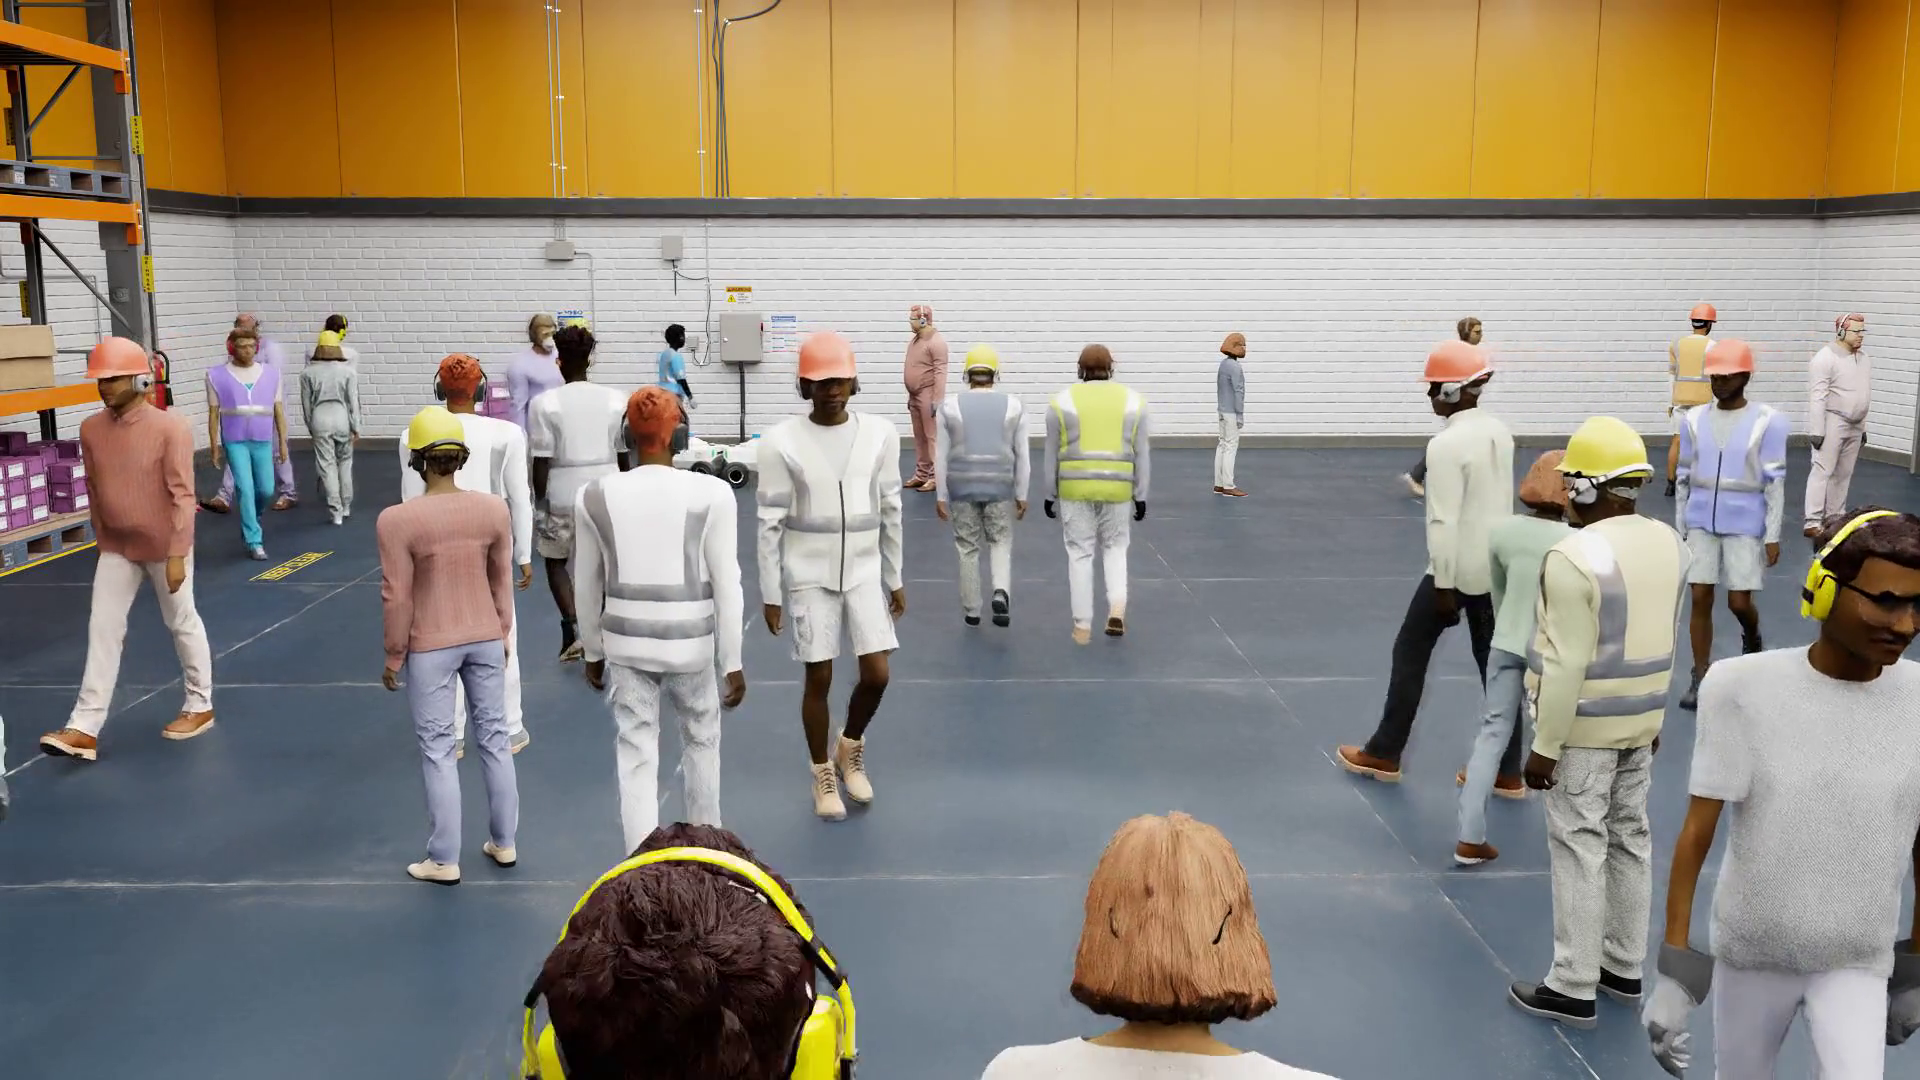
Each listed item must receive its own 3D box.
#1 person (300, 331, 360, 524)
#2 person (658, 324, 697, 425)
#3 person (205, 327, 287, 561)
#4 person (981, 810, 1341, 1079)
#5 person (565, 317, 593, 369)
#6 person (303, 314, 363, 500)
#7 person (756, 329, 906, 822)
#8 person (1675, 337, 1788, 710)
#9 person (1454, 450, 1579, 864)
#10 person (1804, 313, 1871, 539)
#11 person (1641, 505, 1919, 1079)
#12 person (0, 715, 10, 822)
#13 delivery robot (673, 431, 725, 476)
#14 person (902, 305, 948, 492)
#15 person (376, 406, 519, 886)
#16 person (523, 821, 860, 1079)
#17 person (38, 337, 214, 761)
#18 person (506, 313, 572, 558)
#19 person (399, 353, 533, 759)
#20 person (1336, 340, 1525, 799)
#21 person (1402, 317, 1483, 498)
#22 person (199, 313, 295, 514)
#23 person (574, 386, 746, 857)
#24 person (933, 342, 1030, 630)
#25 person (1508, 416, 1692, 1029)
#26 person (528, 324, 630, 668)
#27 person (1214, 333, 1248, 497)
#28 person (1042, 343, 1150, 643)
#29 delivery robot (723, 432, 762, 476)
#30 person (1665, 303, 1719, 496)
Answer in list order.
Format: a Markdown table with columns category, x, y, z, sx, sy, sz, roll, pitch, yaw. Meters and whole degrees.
| category | x | y | z | sx | sy | sz | roll | pitch | yaw |
| --- | --- | --- | --- | --- | --- | --- | --- | --- | --- |
| person | -5.671 | -1.022 | 14.991 | 0.482 | 1.703 | 0.780 | -4 | 10 | -24 |
| person | -3.094 | -1.557 | 18.422 | 0.858 | 1.646 | 0.538 | -4 | 10 | -21 |
| person | -5.626 | -0.771 | 13.111 | 0.572 | 1.820 | 0.730 | -7 | 12 | -38 |
| person | 0.272 | 1.131 | 2.043 | 0.523 | 1.612 | 0.365 | 3 | 10 | 20 |
| person | -4.092 | -1.504 | 17.824 | 0.475 | 1.748 | 0.543 | -3 | 10 | -18 |
| person | -6.114 | -1.273 | 16.170 | 0.546 | 1.835 | 0.490 | -1 | 9 | -9 |
| person | -0.514 | 0.157 | 6.801 | 0.633 | 2.023 | 0.429 | -3 | 10 | -19 |
| person | 3.990 | -0.089 | 8.623 | 0.650 | 1.924 | 0.564 | -9 | 13 | -44 |
| person | 2.232 | 0.442 | 6.388 | 0.859 | 1.587 | 0.501 | -8 | 12 | -40 |
| person | 7.374 | -0.941 | 13.925 | 0.639 | 1.902 | 0.402 | -5 | 11 | -28 |
| person | 1.593 | 0.852 | 3.150 | 0.550 | 1.823 | 0.920 | 3 | 10 | 19 |
| person | -2.948 | 0.717 | 4.639 | 0.781 | 1.601 | 0.538 | 9 | 13 | 43 |
| delivery robot | -2.844 | -0.901 | 17.494 | 0.707 | 0.478 | 0.477 | 3 | 10 | 16 |
| person | -0.377 | -1.446 | 17.004 | 0.401 | 1.905 | 0.642 | -5 | 10 | -26 |
| person | -1.894 | 0.390 | 6.159 | 0.525 | 1.769 | 0.328 | -9 | 13 | -43 |
| person | -0.165 | 1.148 | 1.263 | 0.544 | 1.850 | 0.524 | 2 | 9 | 10 |
| person | -3.854 | 0.046 | 7.702 | 0.651 | 1.942 | 0.995 | 2 | 9 | 12 |
| person | -3.228 | -0.808 | 13.007 | 0.454 | 1.928 | 0.656 | 8 | 12 | 39 |
| person | -2.270 | 0.080 | 7.711 | 0.573 | 1.882 | 0.356 | -2 | 10 | -13 |
| person | 2.101 | 0.119 | 7.250 | 0.643 | 1.957 | 0.915 | -8 | 12 | -40 |
| person | 4.841 | -1.283 | 16.310 | 0.888 | 1.818 | 0.521 | 5 | 11 | 29 |
| person | -6.561 | -1.149 | 15.333 | 0.645 | 1.853 | 0.981 | 3 | 10 | 17 |
| person | -1.044 | 0.379 | 5.934 | 0.614 | 1.856 | 0.803 | 0 | 9 | 2 |
| person | 0.132 | -0.313 | 10.328 | 0.595 | 1.818 | 0.497 | -1 | 9 | -5 |
| person | 1.909 | 0.544 | 5.013 | 0.600 | 1.829 | 0.404 | -6 | 11 | -34 |
| person | -2.142 | -0.239 | 9.426 | 0.600 | 1.952 | 0.410 | -5 | 11 | -28 |
| person | 2.720 | -1.253 | 16.641 | 0.267 | 1.631 | 0.507 | -2 | 9 | -11 |
| person | 0.820 | -0.277 | 10.080 | 0.637 | 1.819 | 0.432 | -1 | 9 | -5 |
| delivery robot | -2.115 | -0.881 | 17.368 | 0.707 | 0.478 | 0.477 | -2 | 9 | -9 |
| person | 7.287 | -1.373 | 16.477 | 0.382 | 1.932 | 0.541 | -9 | 13 | -43 |
